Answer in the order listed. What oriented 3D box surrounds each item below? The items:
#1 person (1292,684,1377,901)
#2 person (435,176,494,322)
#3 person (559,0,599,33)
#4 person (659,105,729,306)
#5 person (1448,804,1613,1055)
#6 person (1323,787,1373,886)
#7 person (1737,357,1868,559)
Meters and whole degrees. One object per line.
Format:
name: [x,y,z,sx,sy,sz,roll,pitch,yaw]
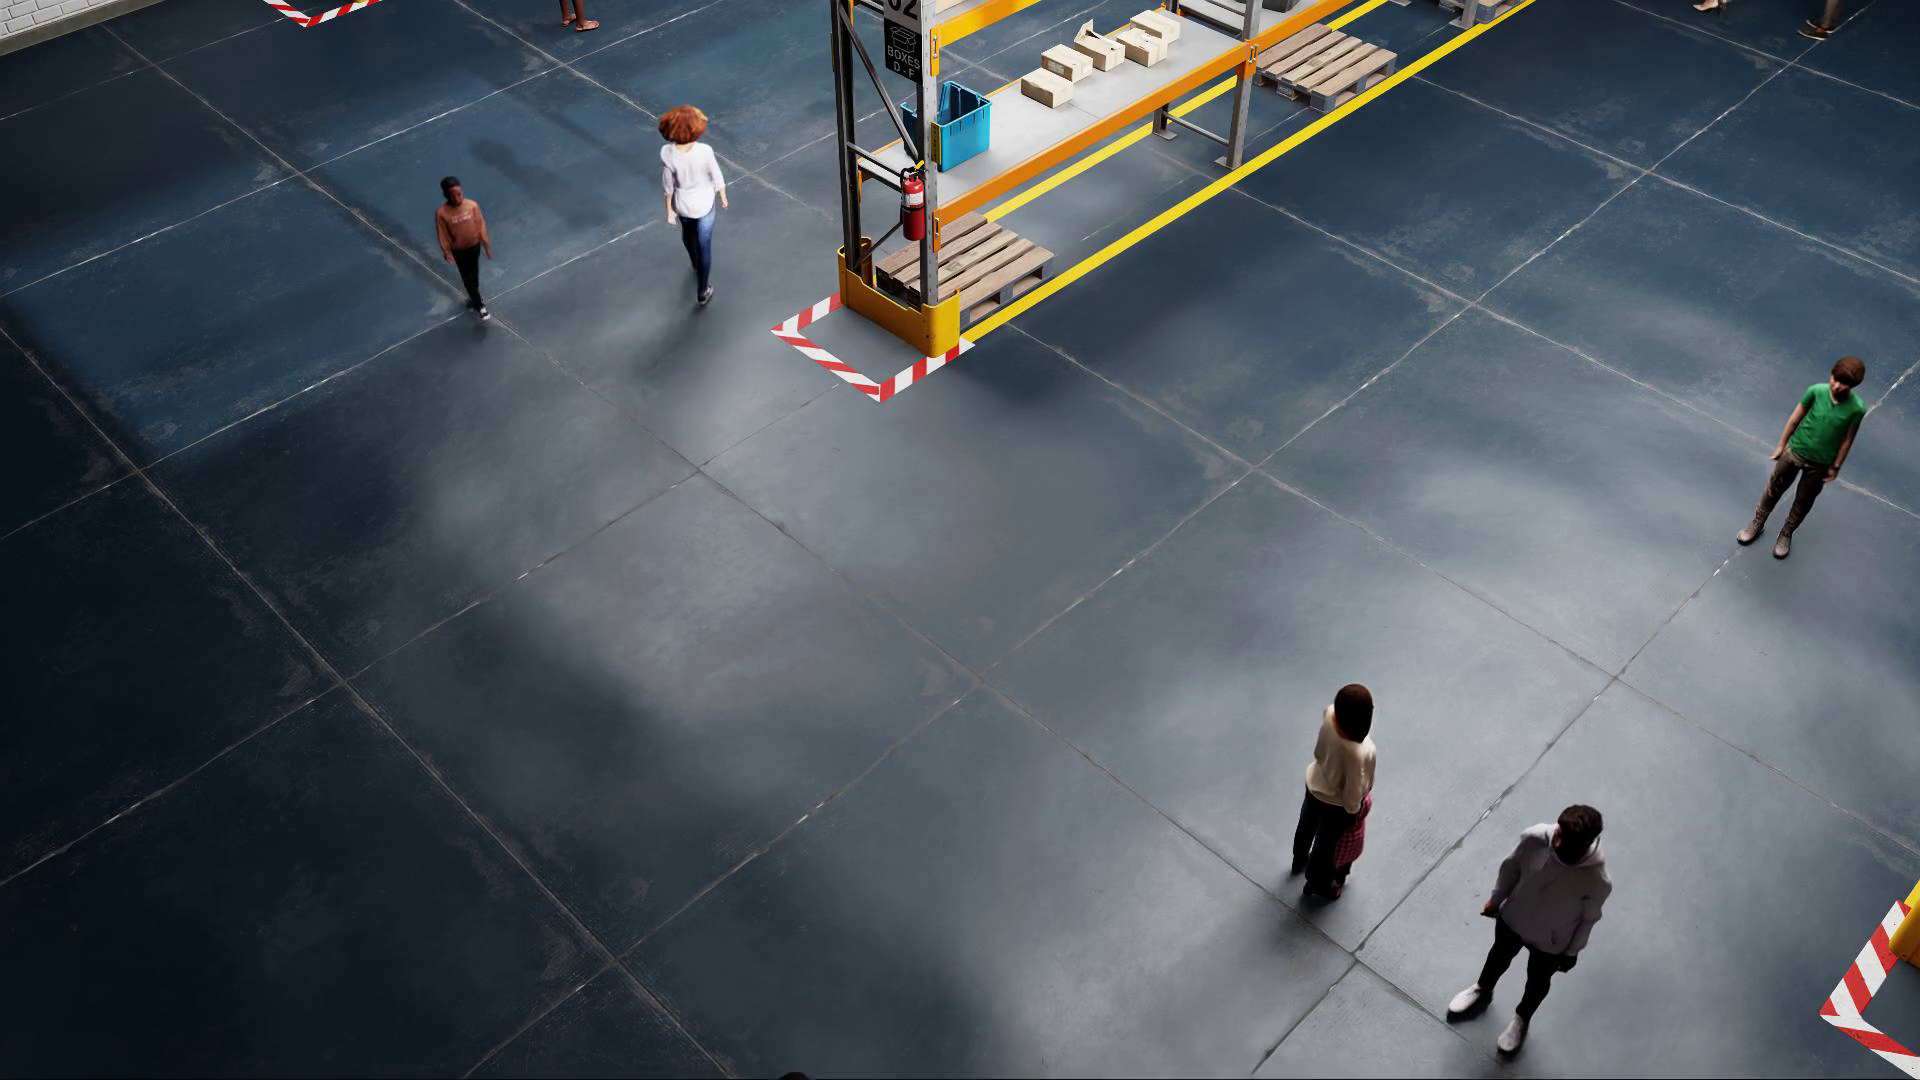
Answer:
person: [2.088,1.397,9.332,0.724,1.683,0.701,-7,44,-8]
person: [-4.096,-2.468,13.715,0.828,1.231,0.718,-22,48,-22]
person: [-4.086,-6.136,17.211,0.616,1.720,0.493,32,52,29]
person: [-2.200,-2.710,13.641,0.971,1.684,1.084,7,44,7]
person: [2.992,1.956,8.568,0.549,1.927,0.674,-34,53,-30]
person: [2.213,1.655,9.539,0.434,1.022,0.529,-21,47,-20]
person: [5.860,-0.601,11.452,0.597,1.651,0.554,29,51,27]
